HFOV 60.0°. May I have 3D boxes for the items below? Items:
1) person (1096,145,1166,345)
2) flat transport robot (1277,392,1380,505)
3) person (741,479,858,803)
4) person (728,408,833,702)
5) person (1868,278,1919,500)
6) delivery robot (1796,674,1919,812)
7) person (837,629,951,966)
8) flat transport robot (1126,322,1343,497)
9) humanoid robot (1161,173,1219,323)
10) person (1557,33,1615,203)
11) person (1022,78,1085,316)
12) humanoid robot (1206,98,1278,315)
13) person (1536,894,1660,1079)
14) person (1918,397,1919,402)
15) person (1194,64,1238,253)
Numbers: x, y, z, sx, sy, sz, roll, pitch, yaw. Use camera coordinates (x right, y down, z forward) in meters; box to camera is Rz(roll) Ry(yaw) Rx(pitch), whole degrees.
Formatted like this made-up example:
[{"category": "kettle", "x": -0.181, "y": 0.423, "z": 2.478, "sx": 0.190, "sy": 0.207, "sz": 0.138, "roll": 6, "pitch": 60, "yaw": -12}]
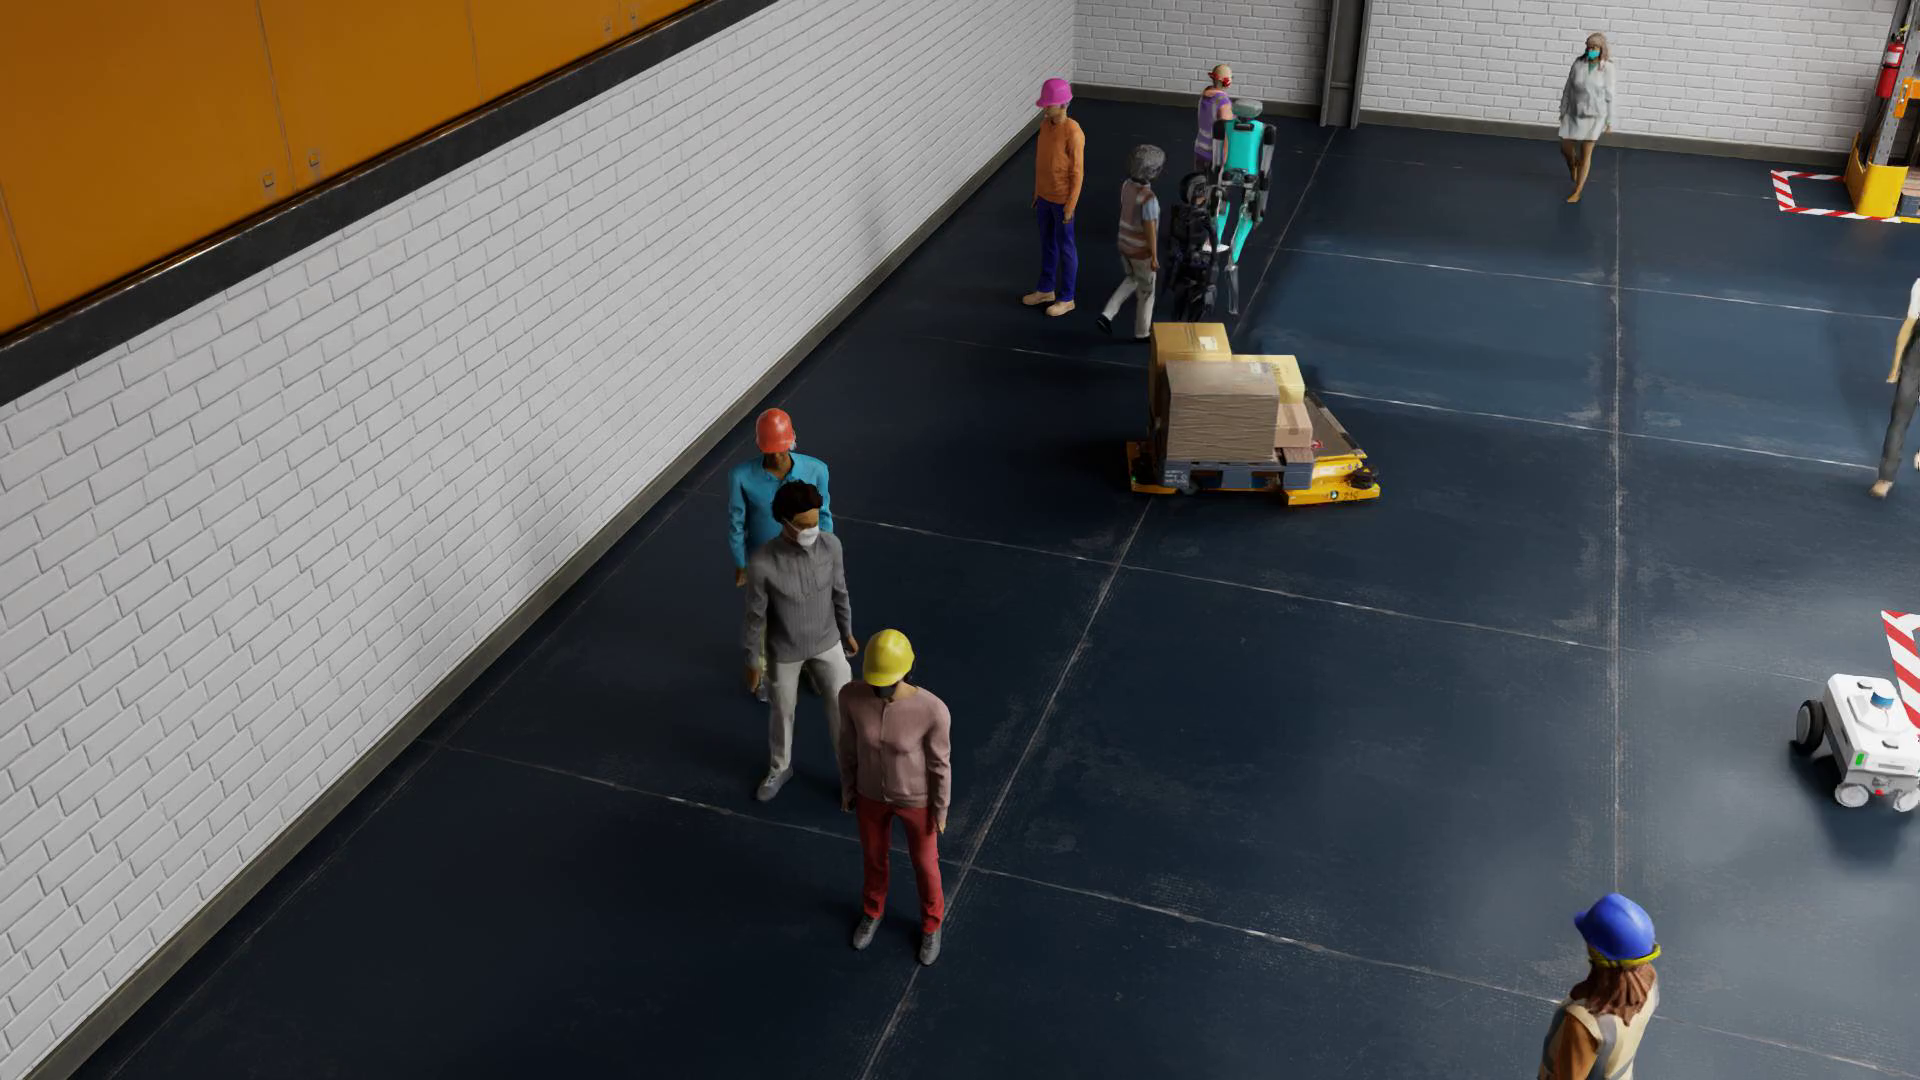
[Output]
[{"category": "person", "x": 1.396, "y": -2.316, "z": 13.172, "sx": 0.512, "sy": 1.665, "sz": 0.468, "roll": -15, "pitch": 33, "yaw": -23}, {"category": "flat transport robot", "x": 2.393, "y": -0.679, "z": 11.781, "sx": 0.659, "sy": 0.231, "sz": 1.431, "roll": -5, "pitch": 31, "yaw": -9}, {"category": "person", "x": -0.737, "y": 0.534, "z": 8.139, "sx": 0.662, "sy": 1.878, "sz": 0.583, "roll": -12, "pitch": 33, "yaw": -20}, {"category": "person", "x": -0.961, "y": 0.080, "z": 9.022, "sx": 0.571, "sy": 1.750, "sz": 0.329, "roll": -6, "pitch": 31, "yaw": -11}, {"category": "person", "x": 6.477, "y": -1.165, "z": 11.063, "sx": 0.514, "sy": 1.832, "sz": 0.594, "roll": 23, "pitch": 37, "yaw": 33}, {"category": "delivery robot", "x": 4.706, "y": 1.016, "z": 8.620, "sx": 0.502, "sy": 0.599, "sz": 0.771, "roll": 6, "pitch": 31, "yaw": 11}, {"category": "person", "x": -0.288, "y": 1.124, "z": 7.248, "sx": 0.520, "sy": 1.759, "sz": 0.347, "roll": 10, "pitch": 32, "yaw": 16}, {"category": "flat transport robot", "x": 1.892, "y": -0.543, "z": 11.549, "sx": 1.431, "sy": 0.231, "sz": 0.659, "roll": 1, "pitch": 30, "yaw": 2}, {"category": "humanoid robot", "x": 1.769, "y": -1.965, "z": 12.595, "sx": 0.355, "sy": 1.656, "sz": 0.601, "roll": -19, "pitch": 35, "yaw": -29}, {"category": "person", "x": 6.179, "y": -4.188, "z": 16.385, "sx": 0.523, "sy": 1.640, "sz": 0.535, "roll": 21, "pitch": 36, "yaw": 31}, {"category": "person", "x": 0.789, "y": -2.840, "z": 13.774, "sx": 0.390, "sy": 1.978, "sz": 0.505, "roll": -20, "pitch": 36, "yaw": -30}, {"category": "humanoid robot", "x": 2.251, "y": -2.696, "z": 13.792, "sx": 0.530, "sy": 1.792, "sz": 0.752, "roll": 11, "pitch": 32, "yaw": 19}, {"category": "person", "x": 2.162, "y": 1.947, "z": 5.826, "sx": 0.461, "sy": 1.777, "sz": 0.312, "roll": -23, "pitch": 38, "yaw": -34}, {"category": "person", "x": 7.436, "y": -1.877, "z": 12.243, "sx": 0.528, "sy": 1.866, "sz": 0.397, "roll": 11, "pitch": 32, "yaw": 17}, {"category": "person", "x": 2.301, "y": -3.471, "z": 15.133, "sx": 0.348, "sy": 1.688, "sz": 0.489, "roll": -11, "pitch": 32, "yaw": -18}]
